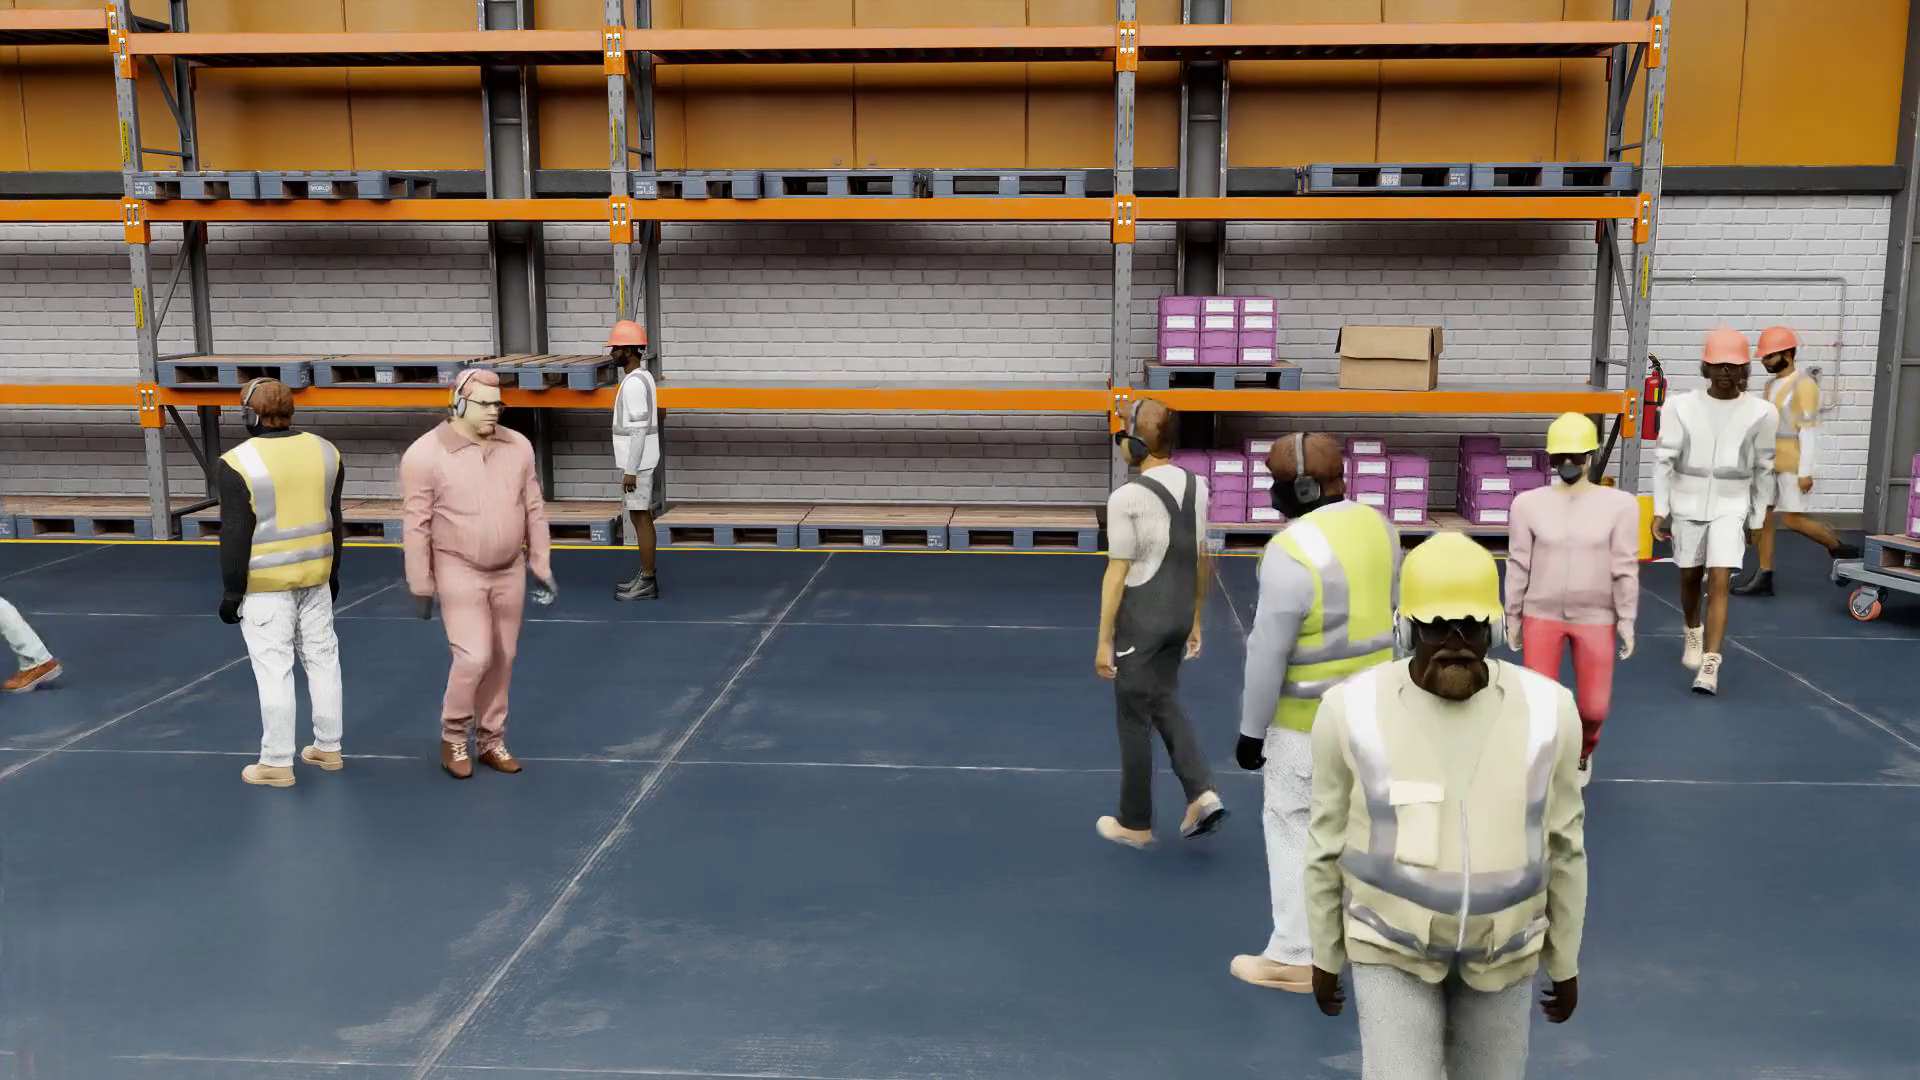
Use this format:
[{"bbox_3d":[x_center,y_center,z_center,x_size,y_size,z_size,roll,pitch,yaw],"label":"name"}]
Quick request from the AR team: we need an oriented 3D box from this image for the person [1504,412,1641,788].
[{"bbox_3d":[2.569,0.321,7.018,0.536,1.746,0.637,4,10,21],"label":"person"}]

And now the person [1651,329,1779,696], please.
[{"bbox_3d":[4.184,-0.177,9.262,0.606,1.990,1.076,5,11,26],"label":"person"}]

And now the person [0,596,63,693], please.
[{"bbox_3d":[-5.419,-0.068,8.907,1.019,1.896,0.630,-4,11,-24],"label":"person"}]

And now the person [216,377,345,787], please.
[{"bbox_3d":[-3.075,0.187,7.524,0.430,1.845,0.619,6,11,31],"label":"person"}]

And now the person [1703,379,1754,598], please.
[{"bbox_3d":[5.344,-0.412,11.642,0.411,1.625,0.535,-9,13,-43],"label":"person"}]

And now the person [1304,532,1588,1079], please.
[{"bbox_3d":[1.060,0.856,3.705,0.600,1.807,0.728,1,10,4],"label":"person"}]

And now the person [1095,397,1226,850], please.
[{"bbox_3d":[0.771,0.351,6.577,0.543,1.834,0.505,-8,13,-39],"label":"person"}]

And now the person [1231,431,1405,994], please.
[{"bbox_3d":[1.170,0.556,5.415,0.431,1.828,0.654,9,13,43],"label":"person"}]

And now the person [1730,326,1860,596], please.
[{"bbox_3d":[5.853,-0.534,11.590,0.790,1.899,0.600,-1,10,-4],"label":"person"}]

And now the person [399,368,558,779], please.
[{"bbox_3d":[-2.172,0.161,7.578,0.426,1.880,0.642,9,13,41],"label":"person"}]

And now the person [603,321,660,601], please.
[{"bbox_3d":[-2.267,-0.545,11.533,0.358,1.938,0.548,-1,10,-7],"label":"person"}]
